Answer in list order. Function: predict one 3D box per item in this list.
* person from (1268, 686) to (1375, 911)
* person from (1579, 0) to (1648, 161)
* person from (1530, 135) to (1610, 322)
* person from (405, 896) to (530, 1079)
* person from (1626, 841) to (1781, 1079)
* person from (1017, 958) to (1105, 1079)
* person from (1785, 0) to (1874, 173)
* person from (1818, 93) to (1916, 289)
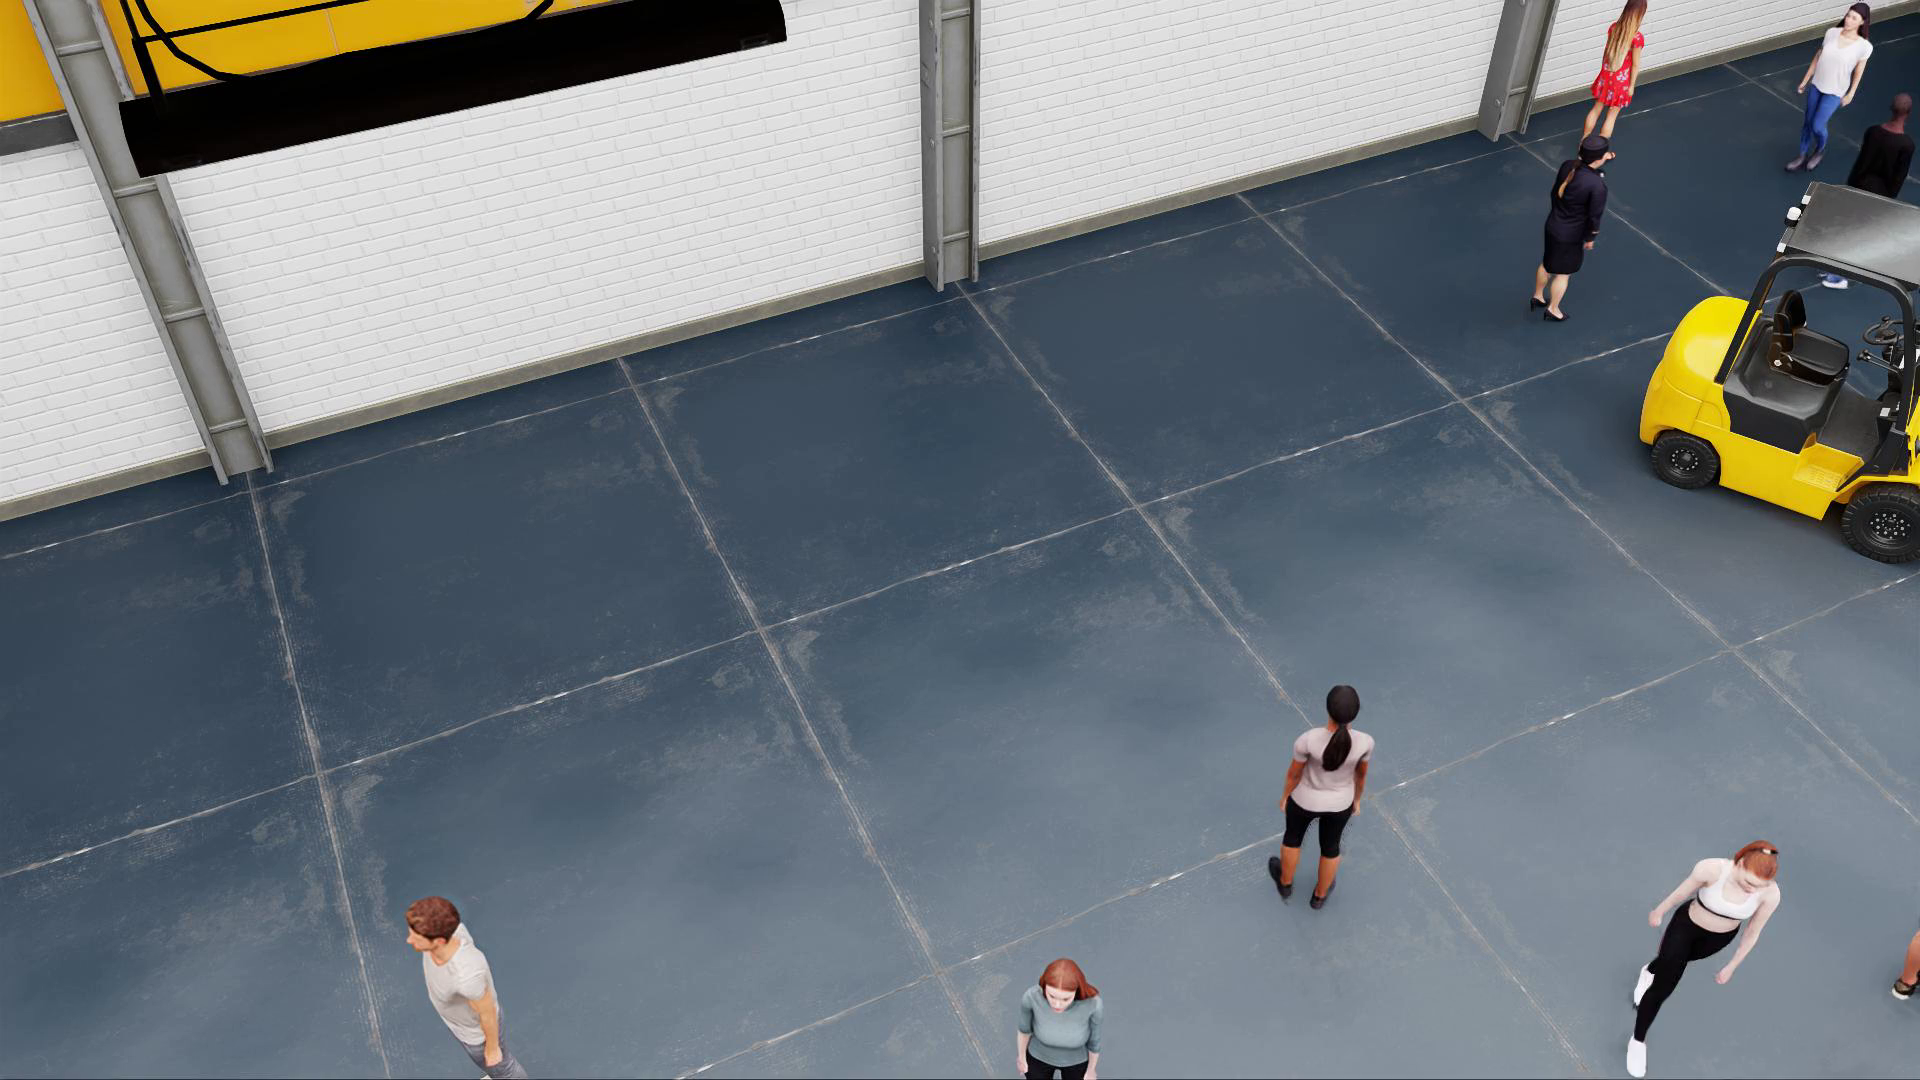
[{"bbox_3d":[2.056,1.487,9.403,0.664,1.742,0.769,1,44,1],"label":"person"},{"bbox_3d":[6.151,-4.336,15.625,0.554,1.592,0.579,-22,48,-21],"label":"person"},{"bbox_3d":[5.012,-2.559,13.702,0.619,1.671,0.687,-16,46,-16],"label":"person"},{"bbox_3d":[-2.446,2.382,8.353,0.628,1.895,0.717,-29,51,-27],"label":"person"},{"bbox_3d":[3.953,2.023,8.863,1.048,1.713,1.095,16,46,16],"label":"person"},{"bbox_3d":[0.496,2.570,8.267,0.622,1.741,0.708,6,44,6],"label":"person"},{"bbox_3d":[8.079,-4.174,15.397,0.636,1.672,0.629,-23,48,-22],"label":"person"},{"bbox_3d":[7.684,-2.946,14.043,0.668,1.761,0.635,-17,46,-17],"label":"person"}]
